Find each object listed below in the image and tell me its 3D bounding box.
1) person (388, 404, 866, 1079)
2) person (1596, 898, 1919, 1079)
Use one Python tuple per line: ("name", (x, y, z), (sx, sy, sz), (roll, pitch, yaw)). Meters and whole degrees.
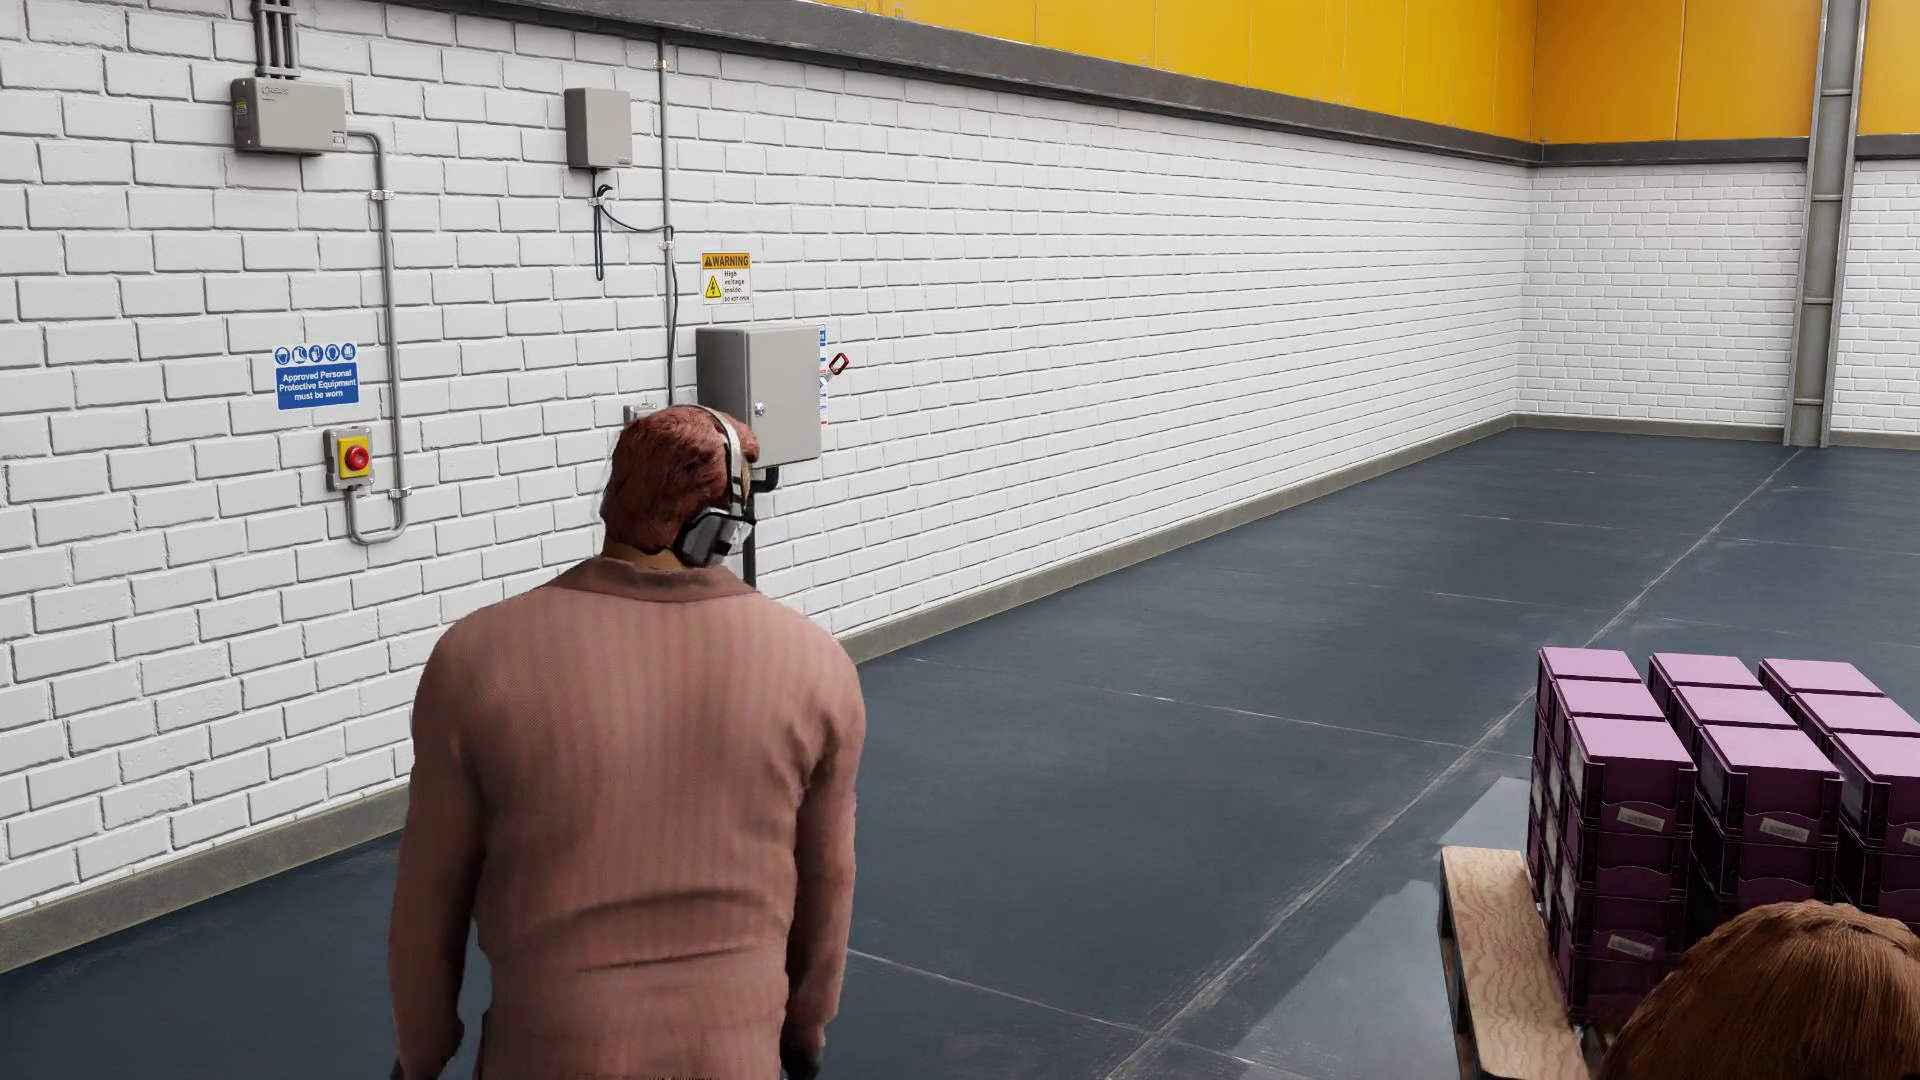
("person", (-0.486, 0.741, 2.478), (0.699, 1.867, 0.432), (-4, 11, -23))
("person", (0.515, 1.058, 1.483), (0.727, 1.585, 0.515), (3, 11, 17))
